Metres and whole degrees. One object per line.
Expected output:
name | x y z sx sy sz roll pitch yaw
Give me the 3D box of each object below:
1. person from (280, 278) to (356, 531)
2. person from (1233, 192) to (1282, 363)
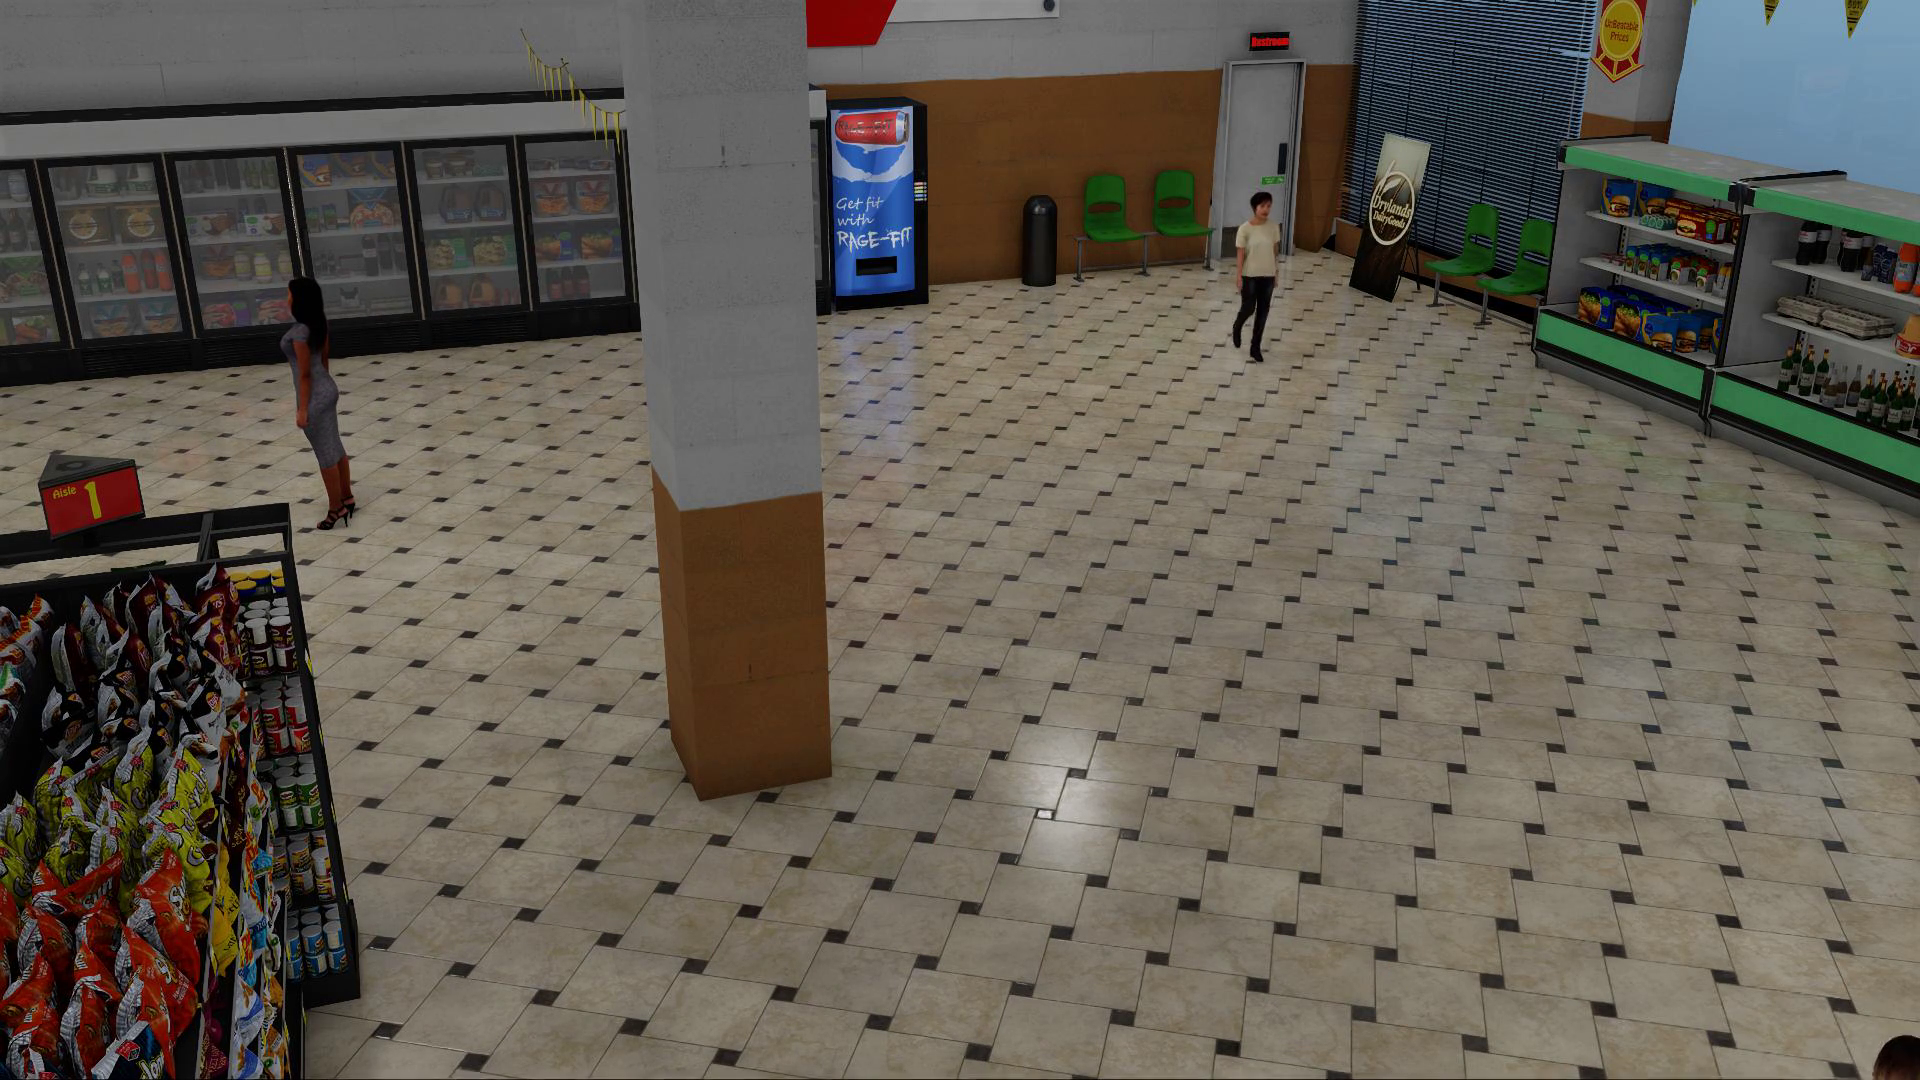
person | -4.454 -0.950 11.566 0.715 1.781 0.585 1 22 3
person | 2.776 -2.483 15.657 0.622 1.576 0.700 -6 23 -14
